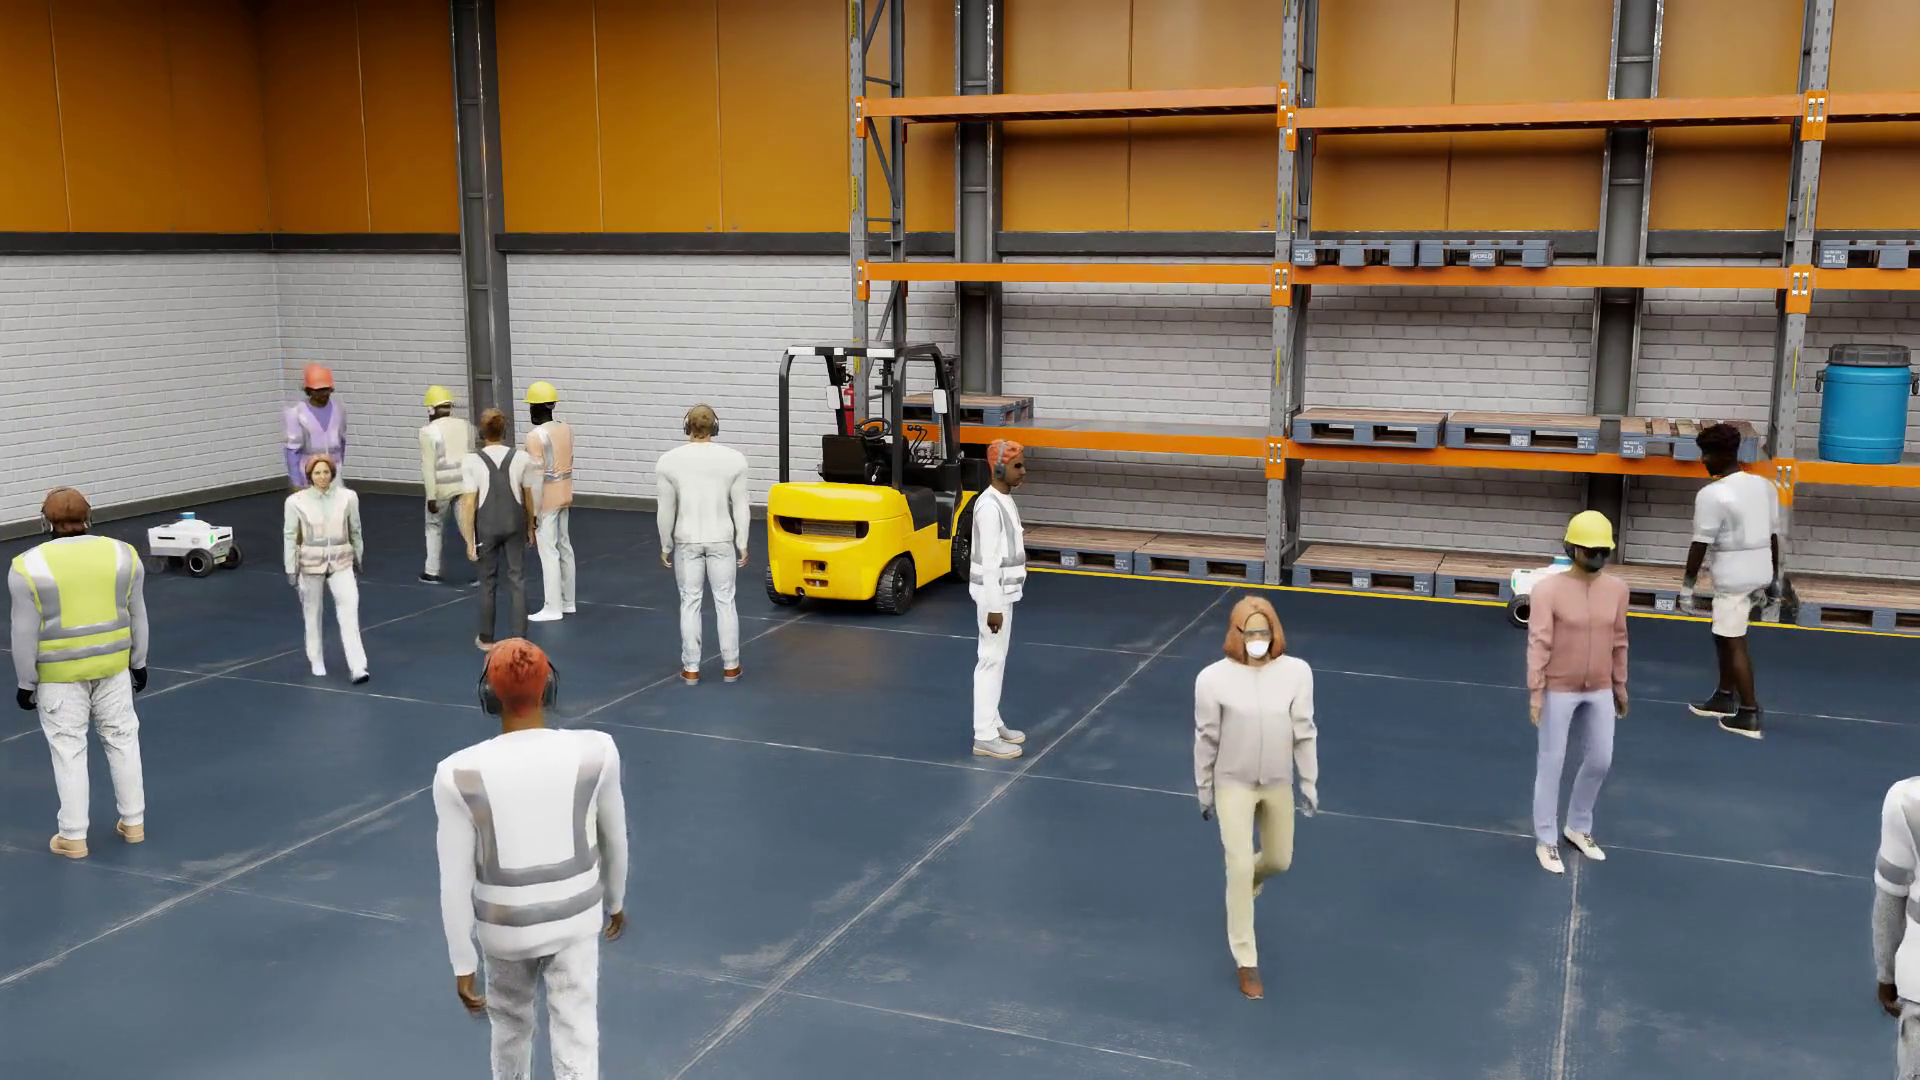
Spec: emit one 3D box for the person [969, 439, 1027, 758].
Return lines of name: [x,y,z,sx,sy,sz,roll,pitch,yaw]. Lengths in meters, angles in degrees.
person: [0.228,0.337,9.879,0.337,1.882,0.585,1,10,8]

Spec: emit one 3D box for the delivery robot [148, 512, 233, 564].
delivery robot: [-7.062,-0.012,15.262,0.707,0.478,0.477,2,10,12]

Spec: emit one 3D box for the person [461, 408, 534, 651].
person: [-3.391,-0.055,12.248,0.521,1.845,0.470,-5,11,-25]

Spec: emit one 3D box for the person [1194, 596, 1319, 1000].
person: [1.203,1.005,6.897,0.502,1.612,0.682,-2,10,-9]

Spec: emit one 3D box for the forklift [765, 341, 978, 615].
forklift: [-0.739,-0.602,14.246,1.214,2.155,2.313,4,11,21]

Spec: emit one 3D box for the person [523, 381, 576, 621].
person: [-3.307,-0.307,13.348,0.366,1.926,0.593,3,11,16]

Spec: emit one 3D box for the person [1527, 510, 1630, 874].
person: [2.991,0.725,8.063,0.542,1.769,0.334,-2,10,-9]

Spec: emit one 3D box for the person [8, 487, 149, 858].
person: [-4.365,0.649,8.266,0.429,1.840,0.636,9,14,42]

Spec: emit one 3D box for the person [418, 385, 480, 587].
person: [-4.444,-0.463,14.636,0.866,1.791,0.607,8,13,36]

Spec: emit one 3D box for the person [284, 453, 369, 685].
person: [-4.351,0.205,11.420,0.547,1.590,0.861,-6,12,-32]

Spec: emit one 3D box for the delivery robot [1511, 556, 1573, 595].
delivery robot: [4.731,0.372,13.126,0.707,0.478,0.477,4,11,23]

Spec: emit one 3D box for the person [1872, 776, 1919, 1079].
person: [2.912,1.261,4.757,0.561,1.867,1.033,7,12,35]

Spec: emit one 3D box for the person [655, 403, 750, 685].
person: [-1.759,0.031,11.433,0.630,1.938,0.366,-2,10,-10]

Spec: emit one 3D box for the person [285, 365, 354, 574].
person: [-5.845,-0.625,15.084,0.616,1.957,1.132,-10,14,-43]

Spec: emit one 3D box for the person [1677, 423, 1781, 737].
person: [4.755,0.237,10.332,0.636,1.919,0.702,-6,12,-30]

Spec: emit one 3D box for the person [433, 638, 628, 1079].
person: [-1.320,1.207,5.209,0.581,1.834,1.005,-3,11,-17]
